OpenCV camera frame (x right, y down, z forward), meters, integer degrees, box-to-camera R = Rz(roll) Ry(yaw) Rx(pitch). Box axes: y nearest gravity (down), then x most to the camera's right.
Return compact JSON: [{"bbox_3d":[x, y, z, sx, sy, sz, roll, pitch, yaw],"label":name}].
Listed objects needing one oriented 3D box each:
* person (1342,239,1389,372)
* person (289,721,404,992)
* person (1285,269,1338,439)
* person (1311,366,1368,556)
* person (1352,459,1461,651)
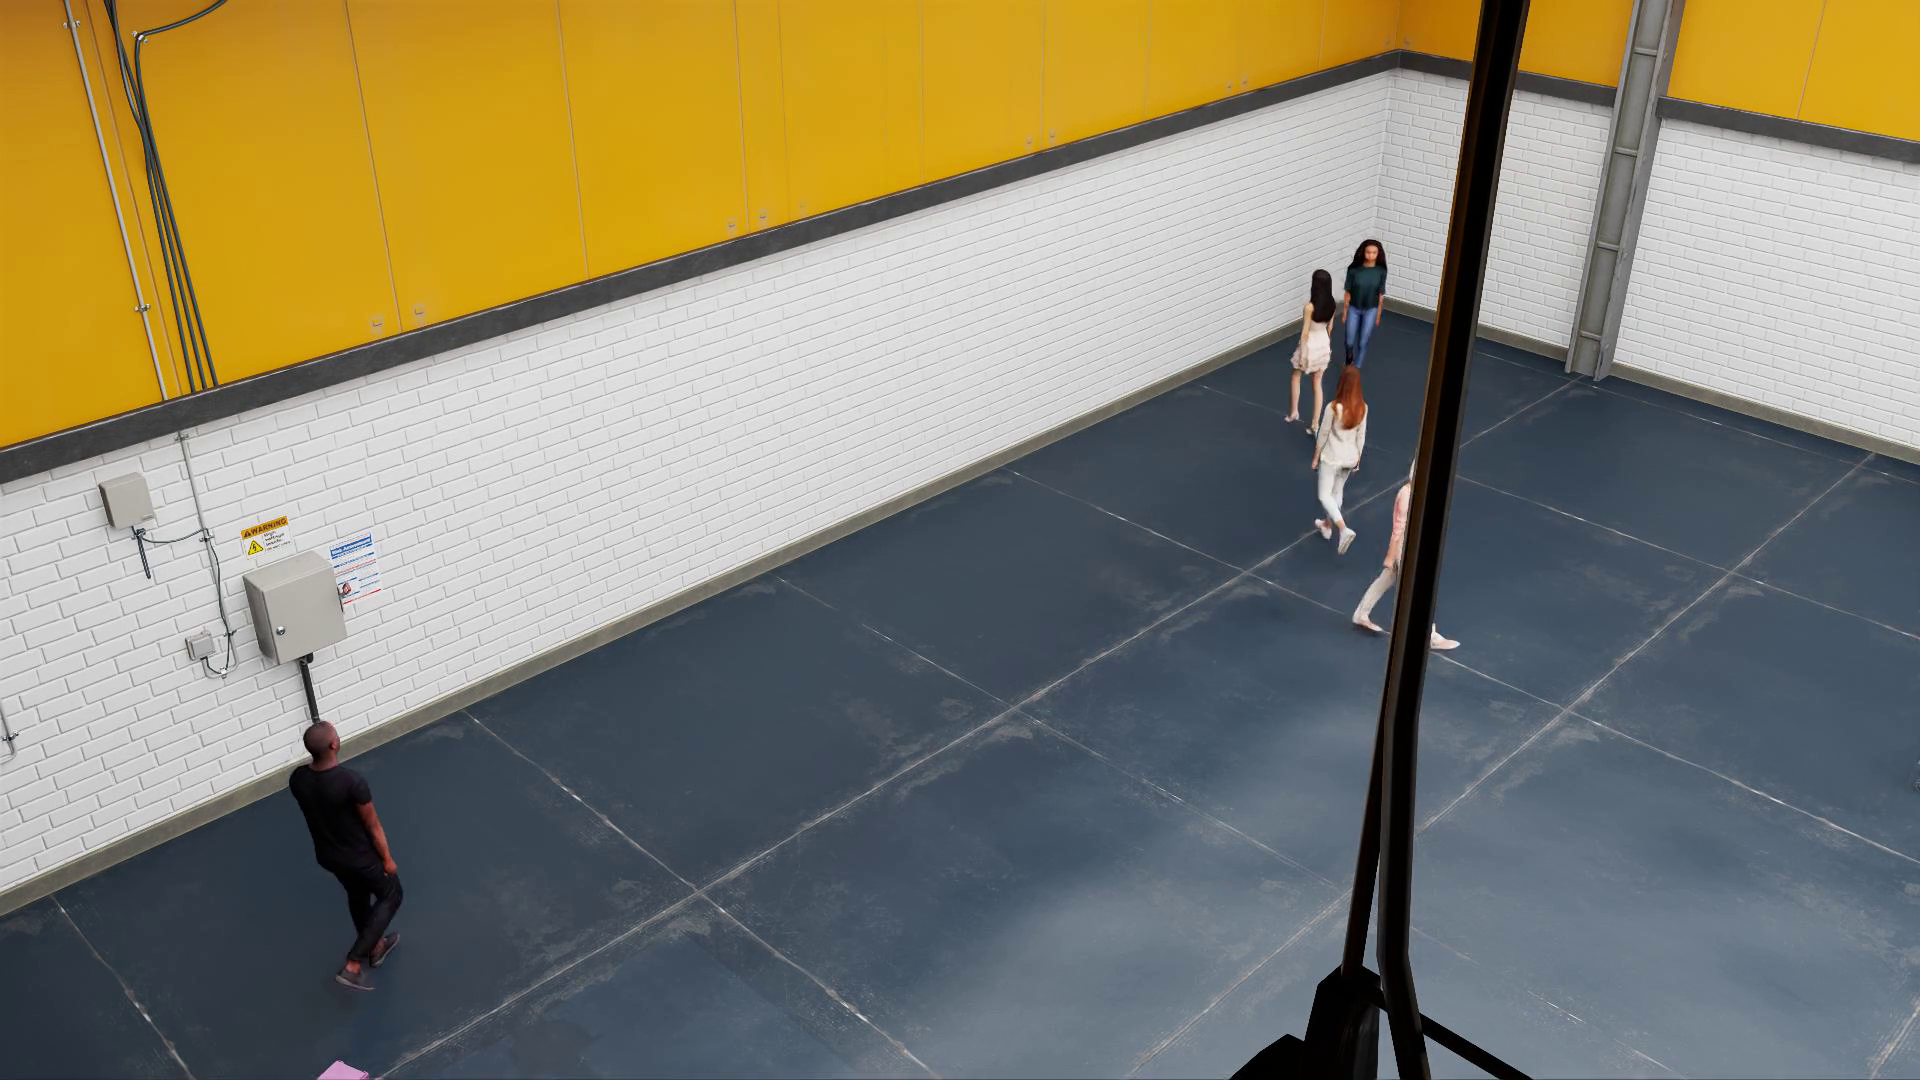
[{"bbox_3d":[4.325,-2.485,17.923,0.765,1.612,0.824,4,29,7],"label":"person"},{"bbox_3d":[-3.583,1.880,9.717,0.980,1.809,0.979,9,30,17],"label":"person"},{"bbox_3d":[3.586,-1.827,16.609,0.725,1.715,0.831,-12,31,-20],"label":"person"},{"bbox_3d":[3.336,-0.673,14.516,0.870,1.694,1.071,-9,30,-16],"label":"person"},{"bbox_3d":[3.465,0.062,13.194,1.175,1.669,0.769,17,33,29],"label":"person"}]
